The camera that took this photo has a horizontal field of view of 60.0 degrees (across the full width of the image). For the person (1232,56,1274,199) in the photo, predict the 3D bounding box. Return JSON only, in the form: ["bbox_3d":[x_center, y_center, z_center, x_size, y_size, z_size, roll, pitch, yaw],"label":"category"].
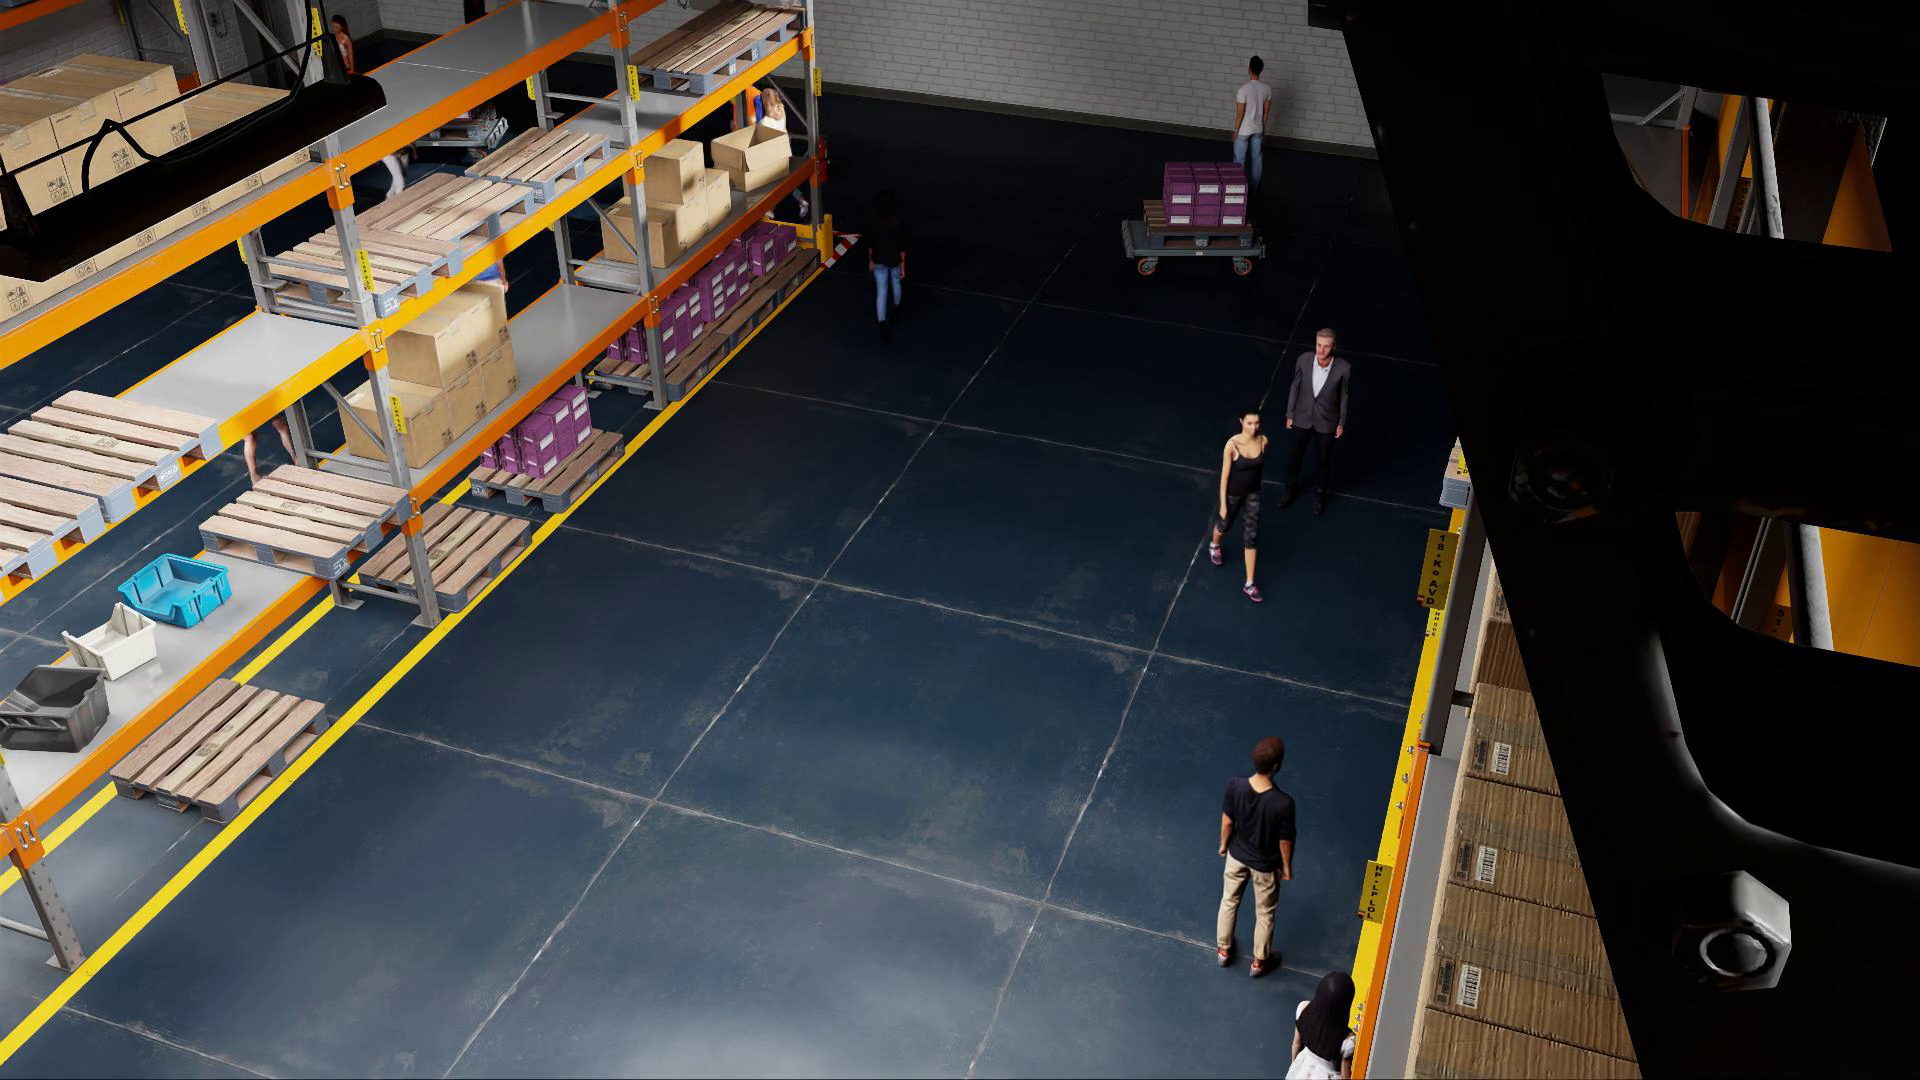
[{"bbox_3d":[3.736,-5.298,21.408,0.750,1.866,0.801,-13,36,-19],"label":"person"}]

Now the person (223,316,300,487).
[{"bbox_3d":[-6.653,-1.254,15.488,0.743,1.684,0.958,20,38,27],"label":"person"}]

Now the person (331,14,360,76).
[{"bbox_3d":[-8.540,-6.527,23.356,0.687,1.756,0.853,22,39,29],"label":"person"}]

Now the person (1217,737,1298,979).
[{"bbox_3d":[1.852,2.000,10.441,0.677,1.852,0.588,18,38,25],"label":"person"}]

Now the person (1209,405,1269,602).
[{"bbox_3d":[2.347,-0.405,14.218,0.988,1.676,1.190,-8,34,-11],"label":"person"}]

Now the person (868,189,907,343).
[{"bbox_3d":[-0.797,-2.943,18.055,0.839,1.656,1.197,1,34,1],"label":"person"}]

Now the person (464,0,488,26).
[{"bbox_3d":[-7.439,-8.039,25.836,1.025,1.529,0.906,-28,42,-35],"label":"person"}]

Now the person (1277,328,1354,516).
[{"bbox_3d":[3.237,-1.101,15.117,0.720,1.840,0.588,13,36,18],"label":"person"}]

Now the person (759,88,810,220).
[{"bbox_3d":[-2.249,-4.769,20.756,0.798,1.707,0.987,17,37,24],"label":"person"}]

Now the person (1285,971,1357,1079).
[{"bbox_3d":[1.938,3.001,9.009,0.805,1.769,0.778,-24,40,-31],"label":"person"}]
